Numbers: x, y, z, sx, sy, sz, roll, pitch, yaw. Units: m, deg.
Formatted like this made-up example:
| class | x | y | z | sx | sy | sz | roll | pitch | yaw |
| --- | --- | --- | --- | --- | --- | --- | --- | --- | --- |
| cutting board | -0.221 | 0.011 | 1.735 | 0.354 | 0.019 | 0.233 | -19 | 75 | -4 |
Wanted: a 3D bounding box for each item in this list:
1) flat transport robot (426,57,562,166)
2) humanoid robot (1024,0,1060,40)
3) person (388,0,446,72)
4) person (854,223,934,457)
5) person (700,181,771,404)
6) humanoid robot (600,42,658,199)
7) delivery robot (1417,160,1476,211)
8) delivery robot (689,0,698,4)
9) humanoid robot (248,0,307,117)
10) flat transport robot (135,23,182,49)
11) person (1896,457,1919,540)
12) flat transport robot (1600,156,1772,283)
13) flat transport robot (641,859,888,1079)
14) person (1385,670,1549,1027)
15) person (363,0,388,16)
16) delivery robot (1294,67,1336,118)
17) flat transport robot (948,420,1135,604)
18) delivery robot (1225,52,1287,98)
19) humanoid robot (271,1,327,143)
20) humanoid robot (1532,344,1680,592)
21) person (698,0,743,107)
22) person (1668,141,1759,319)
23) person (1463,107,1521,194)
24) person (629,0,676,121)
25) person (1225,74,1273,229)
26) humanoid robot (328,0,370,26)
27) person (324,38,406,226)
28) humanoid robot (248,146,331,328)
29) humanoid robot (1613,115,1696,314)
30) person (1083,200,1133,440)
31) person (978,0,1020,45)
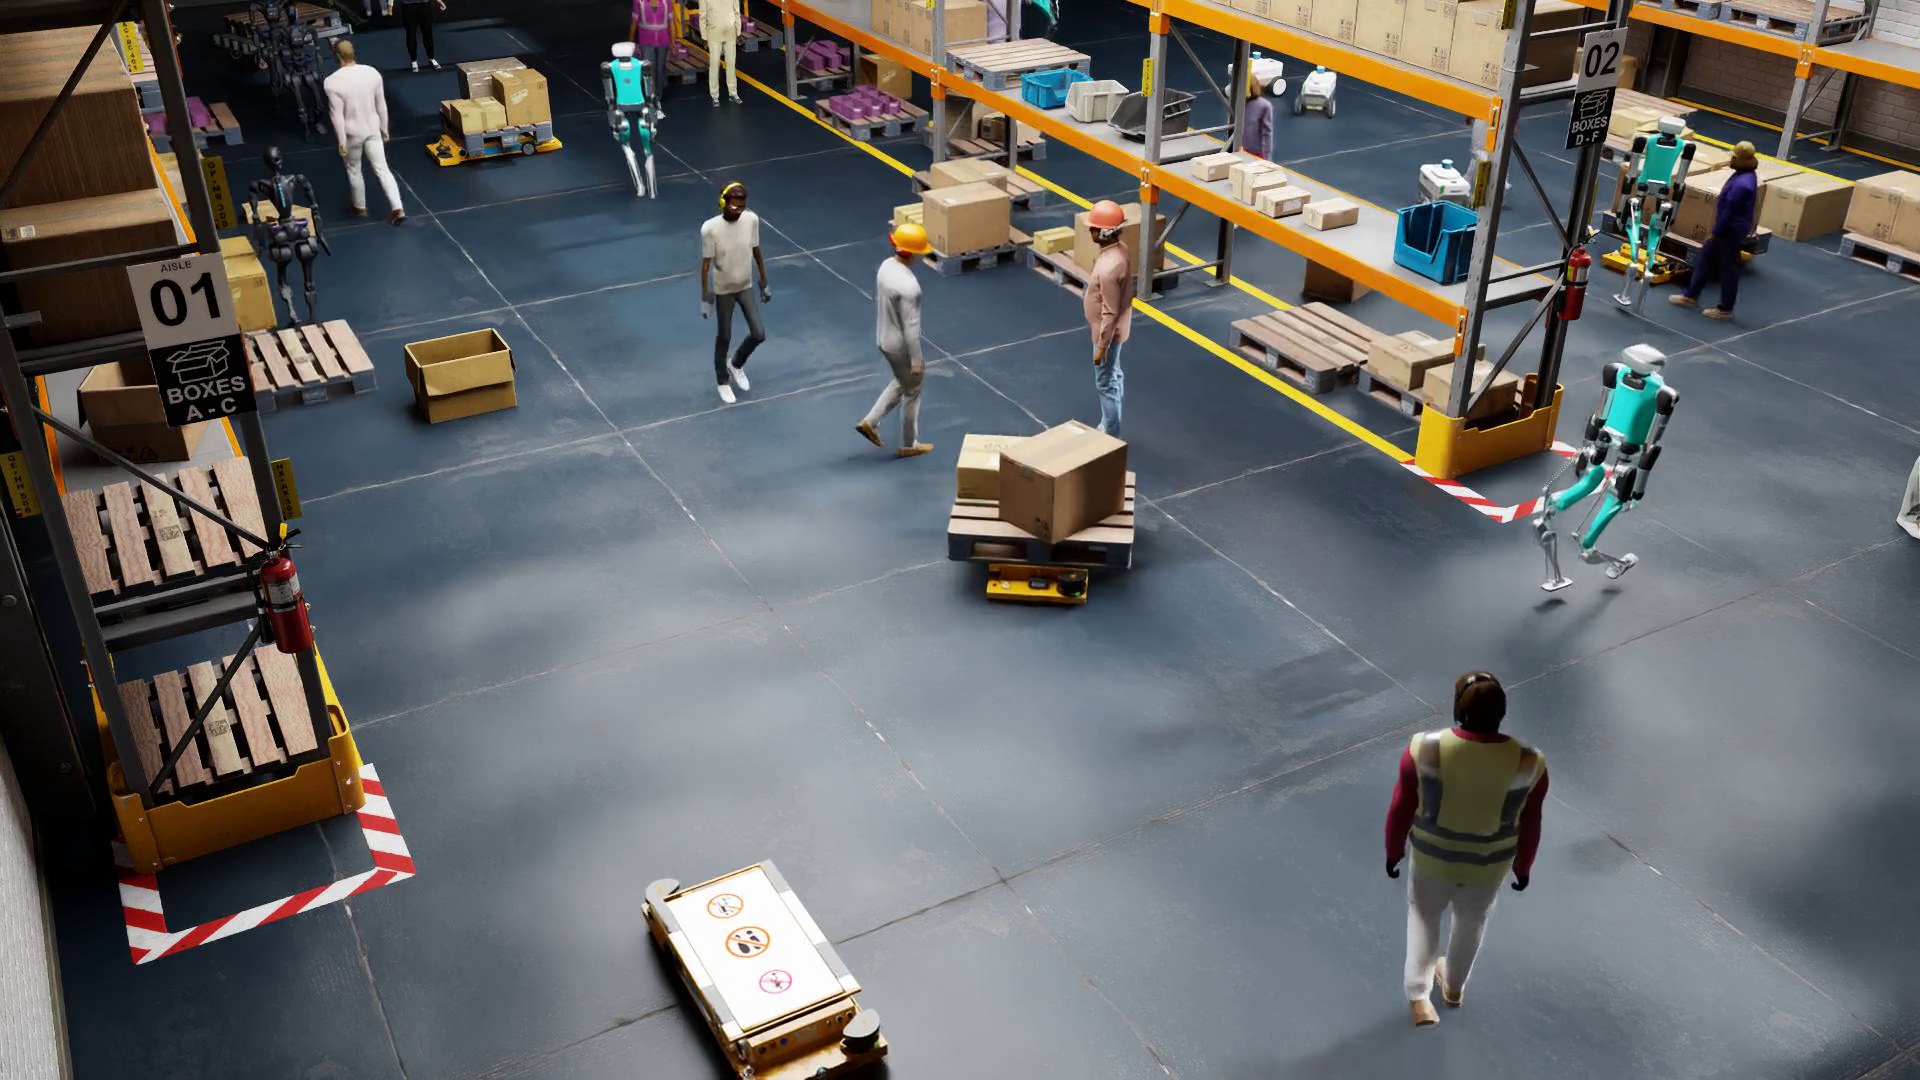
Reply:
| class | x | y | z | sx | sy | sz | roll | pitch | yaw |
| --- | --- | --- | --- | --- | --- | --- | --- | --- | --- |
| flat transport robot | -5.473 | -4.659 | 19.520 | 1.431 | 0.231 | 0.659 | -16 | 33 | -25 |
| humanoid robot | 1.226 | -7.605 | 23.183 | 0.547 | 1.794 | 0.746 | -24 | 37 | -35 |
| person | -7.400 | -7.287 | 22.597 | 0.773 | 1.757 | 0.433 | -16 | 33 | -25 |
| person | -0.481 | -1.458 | 12.353 | 0.520 | 1.859 | 0.605 | -13 | 32 | -21 |
| person | -1.796 | -1.980 | 13.278 | 0.659 | 1.842 | 0.459 | -19 | 35 | -29 |
| humanoid robot | -3.480 | -4.449 | 17.737 | 0.541 | 1.810 | 0.857 | -4 | 30 | -8 |
| delivery robot | 5.113 | -3.700 | 17.573 | 0.499 | 0.604 | 0.807 | -2 | 30 | -4 |
| delivery robot | -4.391 | -8.913 | 26.638 | 0.778 | 0.594 | 0.499 | 5 | 30 | 9 |
| humanoid robot | -8.455 | -6.119 | 20.633 | 0.599 | 1.657 | 0.315 | -16 | 33 | -25 |
| flat transport robot | -12.148 | -7.320 | 24.151 | 1.431 | 0.231 | 0.659 | 4 | 30 | 8 |
| person | 6.865 | -0.918 | 11.345 | 0.594 | 1.923 | 0.372 | -16 | 33 | -25 |
| flat transport robot | 7.058 | -2.820 | 16.318 | 1.431 | 0.231 | 0.659 | -16 | 33 | -25 |
| flat transport robot | -0.957 | 2.032 | 7.873 | 0.659 | 0.231 | 1.431 | -16 | 33 | -25 |
| person | 2.208 | 1.429 | 7.371 | 0.655 | 1.814 | 0.580 | 6 | 30 | 11 |
| person | -9.082 | -8.881 | 25.497 | 0.502 | 1.631 | 0.278 | -4 | 30 | -6 |
| delivery robot | 4.520 | -5.662 | 20.971 | 0.499 | 0.587 | 0.787 | 10 | 31 | 16 |
| flat transport robot | 0.578 | -0.011 | 11.429 | 0.659 | 0.231 | 1.431 | 3 | 30 | 6 |
| delivery robot | 3.834 | -6.046 | 21.620 | 0.739 | 0.566 | 0.499 | -16 | 33 | -25 |
| humanoid robot | -7.822 | -5.552 | 19.663 | 0.590 | 1.634 | 0.467 | -18 | 34 | -28 |
| humanoid robot | 4.056 | -0.379 | 10.600 | 1.027 | 1.735 | 0.548 | -16 | 33 | -25 |
| person | -3.012 | -6.399 | 21.059 | 0.573 | 1.747 | 0.336 | -16 | 33 | -25 |
| person | 6.784 | -2.783 | 14.912 | 0.671 | 1.601 | 0.466 | 11 | 32 | 19 |
| person | 5.709 | -4.538 | 17.678 | 0.514 | 1.884 | 0.799 | -10 | 31 | -17 |
| person | -3.802 | -6.151 | 20.580 | 0.601 | 1.792 | 0.886 | -11 | 32 | -18 |
| person | 2.981 | -4.010 | 17.047 | 0.537 | 1.601 | 0.760 | 16 | 34 | 26 |
| humanoid robot | -9.282 | -8.467 | 24.678 | 1.024 | 1.724 | 0.530 | 11 | 32 | 18 |
| person | -6.118 | -4.180 | 17.054 | 0.636 | 1.900 | 0.955 | -26 | 39 | -38 |
| humanoid robot | -5.870 | -2.636 | 14.584 | 0.612 | 1.643 | 0.333 | -15 | 33 | -24 |
| humanoid robot | 6.158 | -2.789 | 14.879 | 0.562 | 1.877 | 0.733 | 8 | 31 | 13 |
| person | 1.078 | -1.558 | 12.392 | 0.393 | 1.993 | 0.613 | 6 | 30 | 10 |
| person | 0.454 | -6.131 | 20.463 | 0.649 | 1.883 | 0.721 | -16 | 34 | -26 |
